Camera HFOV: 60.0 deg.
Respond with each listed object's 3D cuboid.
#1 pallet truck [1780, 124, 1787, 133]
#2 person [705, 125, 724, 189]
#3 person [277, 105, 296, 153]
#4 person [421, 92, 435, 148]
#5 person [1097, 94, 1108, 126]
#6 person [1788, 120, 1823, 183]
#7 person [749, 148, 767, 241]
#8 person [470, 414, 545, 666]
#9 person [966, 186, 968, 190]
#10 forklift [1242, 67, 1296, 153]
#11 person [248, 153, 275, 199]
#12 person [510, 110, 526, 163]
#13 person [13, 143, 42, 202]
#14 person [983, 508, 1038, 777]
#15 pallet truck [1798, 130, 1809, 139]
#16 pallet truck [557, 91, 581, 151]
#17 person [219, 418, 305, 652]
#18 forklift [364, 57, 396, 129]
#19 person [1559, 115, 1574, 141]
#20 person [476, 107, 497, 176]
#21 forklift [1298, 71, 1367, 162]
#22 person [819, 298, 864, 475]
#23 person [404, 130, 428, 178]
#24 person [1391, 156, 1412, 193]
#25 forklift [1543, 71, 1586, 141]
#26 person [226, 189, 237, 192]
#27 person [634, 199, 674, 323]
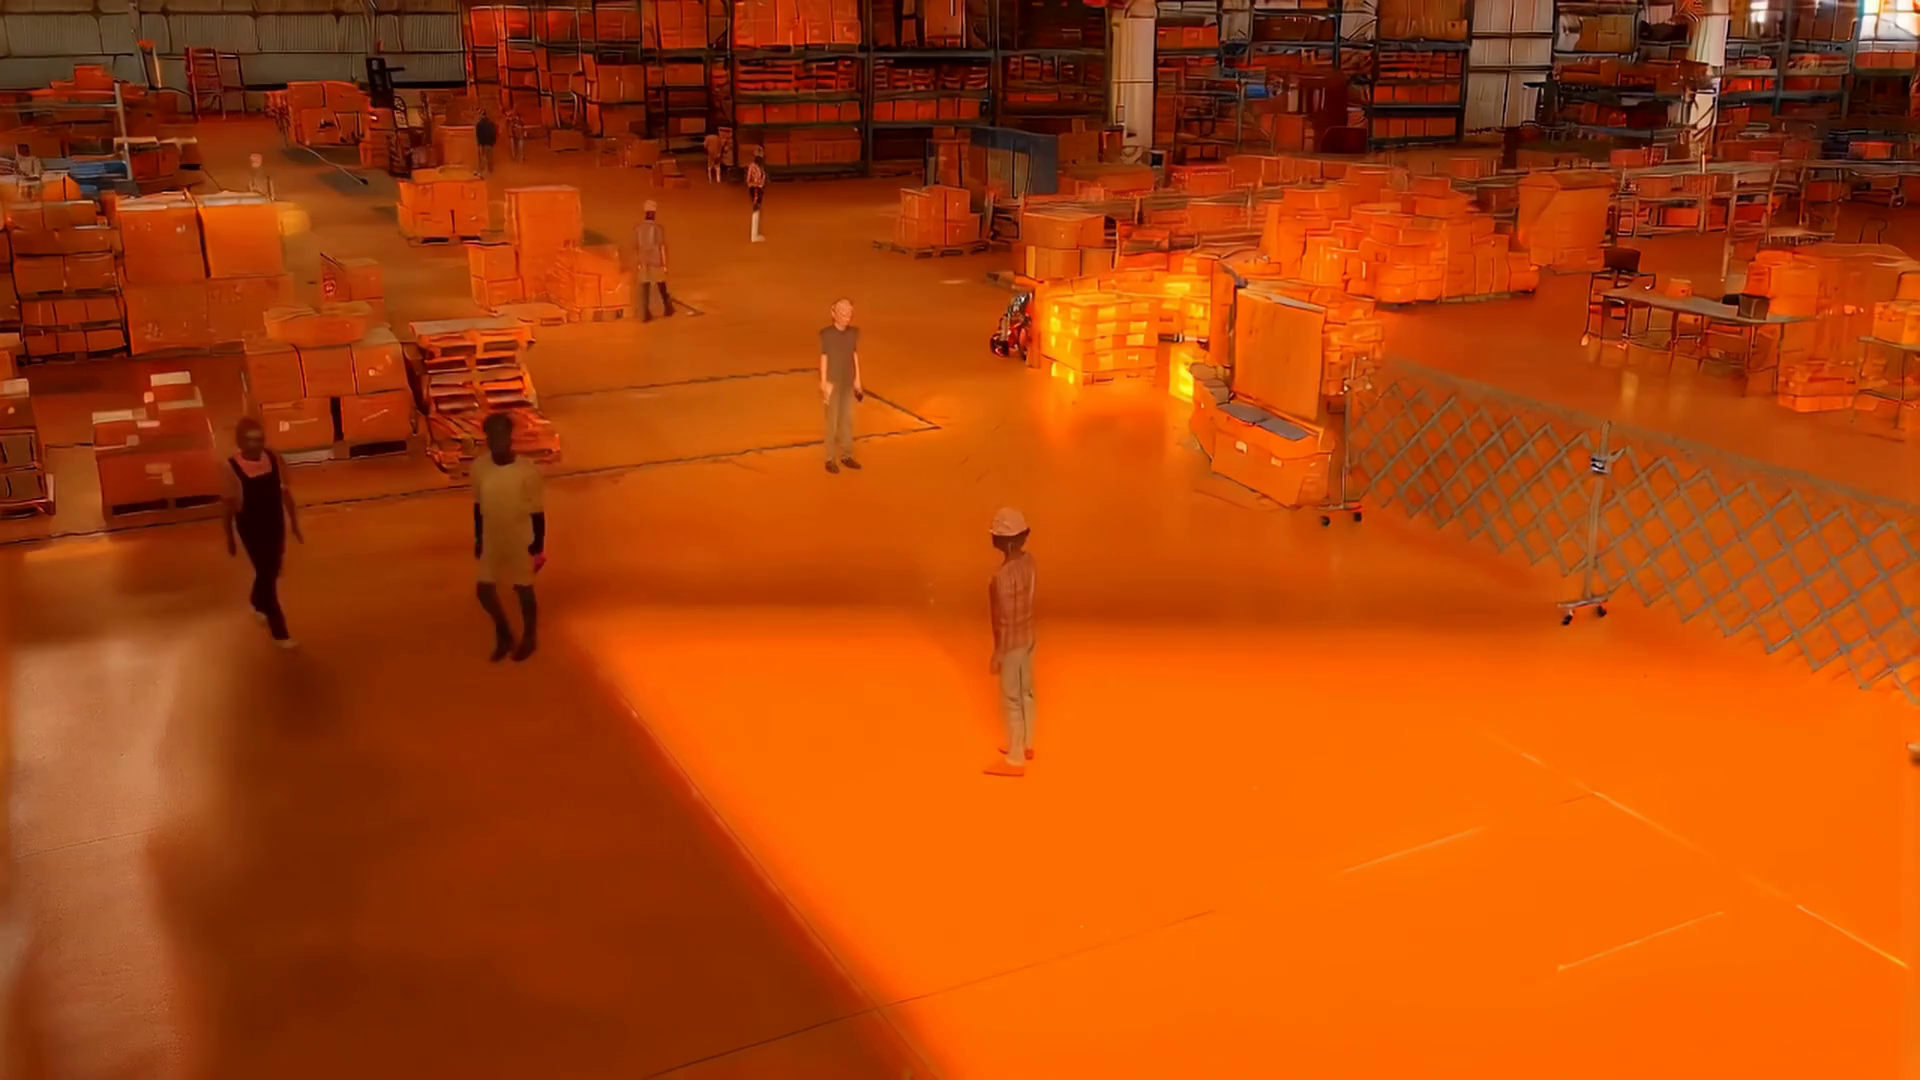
[{"bbox_3d":[25.206,-12.542,52.601,1.601,1.201,0.680,0,18,-2],"label":"pallet truck"},{"bbox_3d":[-6.649,-10.376,45.090,0.533,1.697,0.322,-9,20,-26],"label":"person"},{"bbox_3d":[-22.811,-13.937,56.354,0.524,1.597,0.853,-12,21,-33],"label":"person"},{"bbox_3d":[-18.691,-14.750,58.386,0.588,1.911,0.396,15,23,40],"label":"person"},{"bbox_3d":[5.972,-17.952,68.868,0.581,1.582,0.802,11,21,30],"label":"person"},{"bbox_3d":[23.822,-10.901,46.700,0.543,1.714,0.923,-13,22,-36],"label":"person"},{"bbox_3d":[-4.239,-7.273,35.053,0.399,1.928,0.541,-3,18,-10],"label":"person"},{"bbox_3d":[-3.360,0.018,12.275,0.651,1.945,0.542,6,19,17],"label":"person"},{"bbox_3d":[0.416,-9.464,42.101,0.914,1.781,0.617,-11,21,-31],"label":"person"},{"bbox_3d":[10.582,-14.449,55.881,1.129,2.768,1.873,-9,20,-27],"label":"forklift"},{"bbox_3d":[-14.616,-7.117,34.698,0.617,1.849,0.539,9,20,25],"label":"person"},{"bbox_3d":[-14.044,-12.829,52.832,0.512,1.638,0.312,-17,24,-42],"label":"person"},{"bbox_3d":[-20.749,-7.898,37.085,0.574,1.876,0.356,0,18,0],"label":"person"},{"bbox_3d":[0.317,0.651,10.601,0.324,1.769,0.523,8,19,23],"label":"person"},{"bbox_3d":[25.526,-11.556,49.408,1.630,1.274,0.653,-9,20,-26],"label":"pallet truck"},{"bbox_3d":[-13.495,-14.412,57.188,0.823,1.965,1.885,-3,18,-9],"label":"pallet truck"},{"bbox_3d":[-5.442,-0.089,12.846,0.893,1.816,0.507,13,22,36],"label":"person"},{"bbox_3d":[-23.452,-17.993,66.928,1.873,2.768,1.129,4,18,11],"label":"forklift"},{"bbox_3d":[18.323,-12.101,50.477,0.526,1.676,0.557,-10,20,-29],"label":"person"},{"bbox_3d":[-13.792,-11.582,48.413,0.618,1.975,0.807,1,18,2],"label":"person"},{"bbox_3d":[11.893,-13.408,52.634,1.129,2.768,1.873,-15,23,-39],"label":"forklift"},{"bbox_3d":[-1.247,-1.623,17.537,0.508,1.864,0.329,-14,23,-37],"label":"person"},{"bbox_3d":[-12.626,-8.555,38.860,0.698,2.000,0.692,-7,19,-22],"label":"person"},{"bbox_3d":[9.876,-7.740,37.037,0.800,1.595,0.522,-9,20,-26],"label":"person"},{"bbox_3d":[18.685,-13.231,52.085,1.873,2.768,1.129,-9,20,-26],"label":"forklift"},{"bbox_3d":[-12.050,-4.835,27.489,0.427,1.898,0.628,4,18,13],"label":"person"},{"bbox_3d":[-4.823,-4.407,26.173,0.565,1.882,0.975,4,18,13],"label":"person"}]
